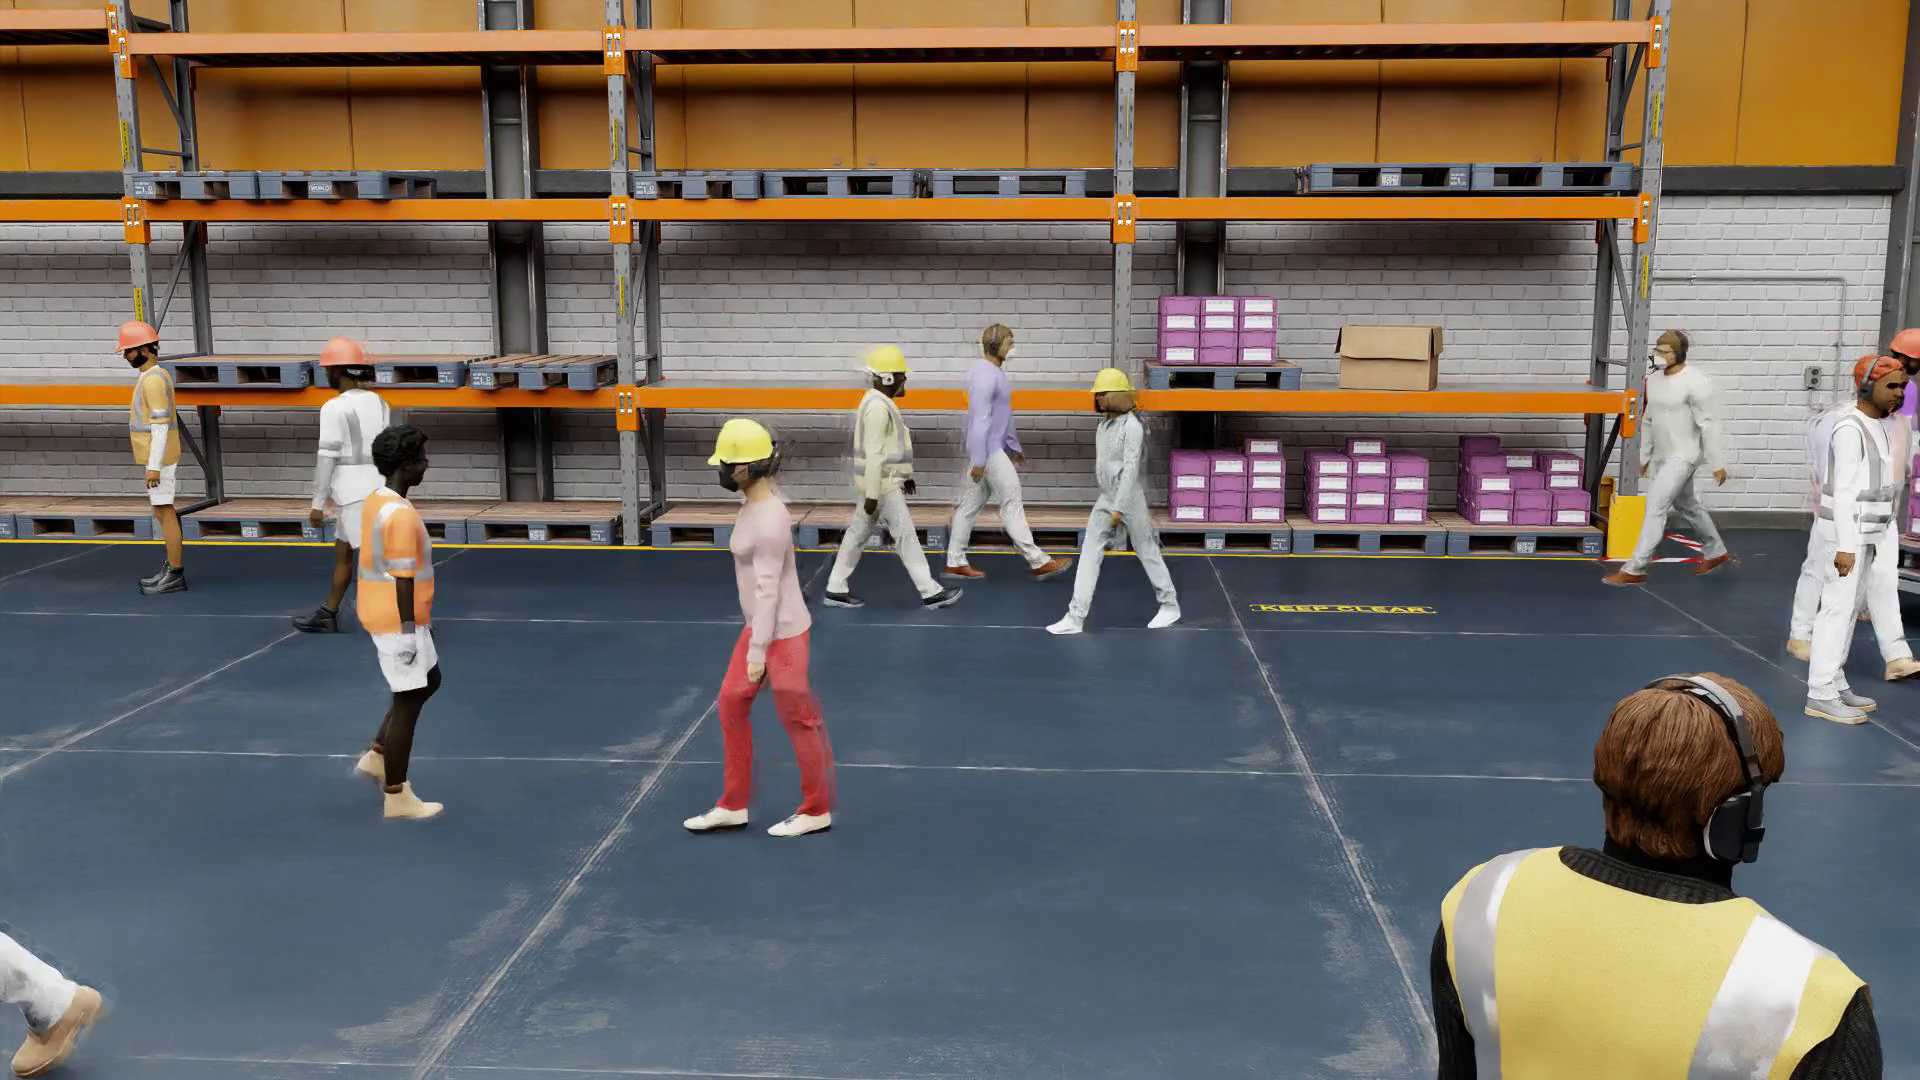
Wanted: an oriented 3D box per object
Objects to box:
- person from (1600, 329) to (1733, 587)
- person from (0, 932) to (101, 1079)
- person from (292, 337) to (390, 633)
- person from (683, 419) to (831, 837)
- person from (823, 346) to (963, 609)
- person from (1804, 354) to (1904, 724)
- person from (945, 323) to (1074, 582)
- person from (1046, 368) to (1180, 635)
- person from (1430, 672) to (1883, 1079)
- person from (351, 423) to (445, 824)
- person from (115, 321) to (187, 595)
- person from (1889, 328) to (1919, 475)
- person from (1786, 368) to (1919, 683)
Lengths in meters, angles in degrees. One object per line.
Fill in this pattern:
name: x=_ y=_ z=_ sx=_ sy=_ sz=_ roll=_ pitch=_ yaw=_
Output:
person: x=5.232 y=-0.595 z=12.061 sx=1.128 sy=1.876 sz=0.641 roll=-2 pitch=10 yaw=-9
person: x=-2.901 y=0.717 z=4.527 sx=0.632 sy=1.816 sz=0.869 roll=7 pitch=12 yaw=36
person: x=-3.738 y=-0.303 z=10.277 sx=0.985 sy=1.889 sz=0.562 roll=2 pitch=10 yaw=13
person: x=-0.850 y=0.377 z=6.704 sx=0.717 sy=1.730 sz=0.552 roll=-3 pitch=10 yaw=-18
person: x=-0.488 y=-0.402 z=11.164 sx=0.955 sy=1.784 sz=0.605 roll=-1 pitch=10 yaw=-7
person: x=4.608 y=-0.012 z=8.568 sx=0.337 sy=1.882 sz=0.584 roll=8 pitch=12 yaw=38
person: x=0.341 y=-0.625 z=12.143 sx=0.991 sy=1.892 sz=0.636 roll=0 pitch=10 yaw=2
person: x=1.024 y=-0.244 z=10.520 sx=0.946 sy=1.691 sz=0.489 roll=-6 pitch=11 yaw=-31
person: x=0.948 y=1.082 z=2.291 sx=0.429 sy=1.844 sz=0.624 roll=-7 pitch=12 yaw=-37
person: x=-2.369 y=0.342 z=7.076 sx=0.385 sy=1.681 sz=0.544 roll=-6 pitch=11 yaw=-30
person: x=-5.705 y=-0.577 z=11.751 sx=0.369 sy=1.929 sz=0.542 roll=-5 pitch=11 yaw=-25
person: x=6.527 y=-0.543 z=11.692 sx=0.814 sy=1.875 sz=0.620 roll=0 pitch=10 yaw=2
person: x=5.130 y=-0.112 z=9.456 sx=0.627 sy=1.781 sz=1.012 roll=-1 pitch=10 yaw=-8
